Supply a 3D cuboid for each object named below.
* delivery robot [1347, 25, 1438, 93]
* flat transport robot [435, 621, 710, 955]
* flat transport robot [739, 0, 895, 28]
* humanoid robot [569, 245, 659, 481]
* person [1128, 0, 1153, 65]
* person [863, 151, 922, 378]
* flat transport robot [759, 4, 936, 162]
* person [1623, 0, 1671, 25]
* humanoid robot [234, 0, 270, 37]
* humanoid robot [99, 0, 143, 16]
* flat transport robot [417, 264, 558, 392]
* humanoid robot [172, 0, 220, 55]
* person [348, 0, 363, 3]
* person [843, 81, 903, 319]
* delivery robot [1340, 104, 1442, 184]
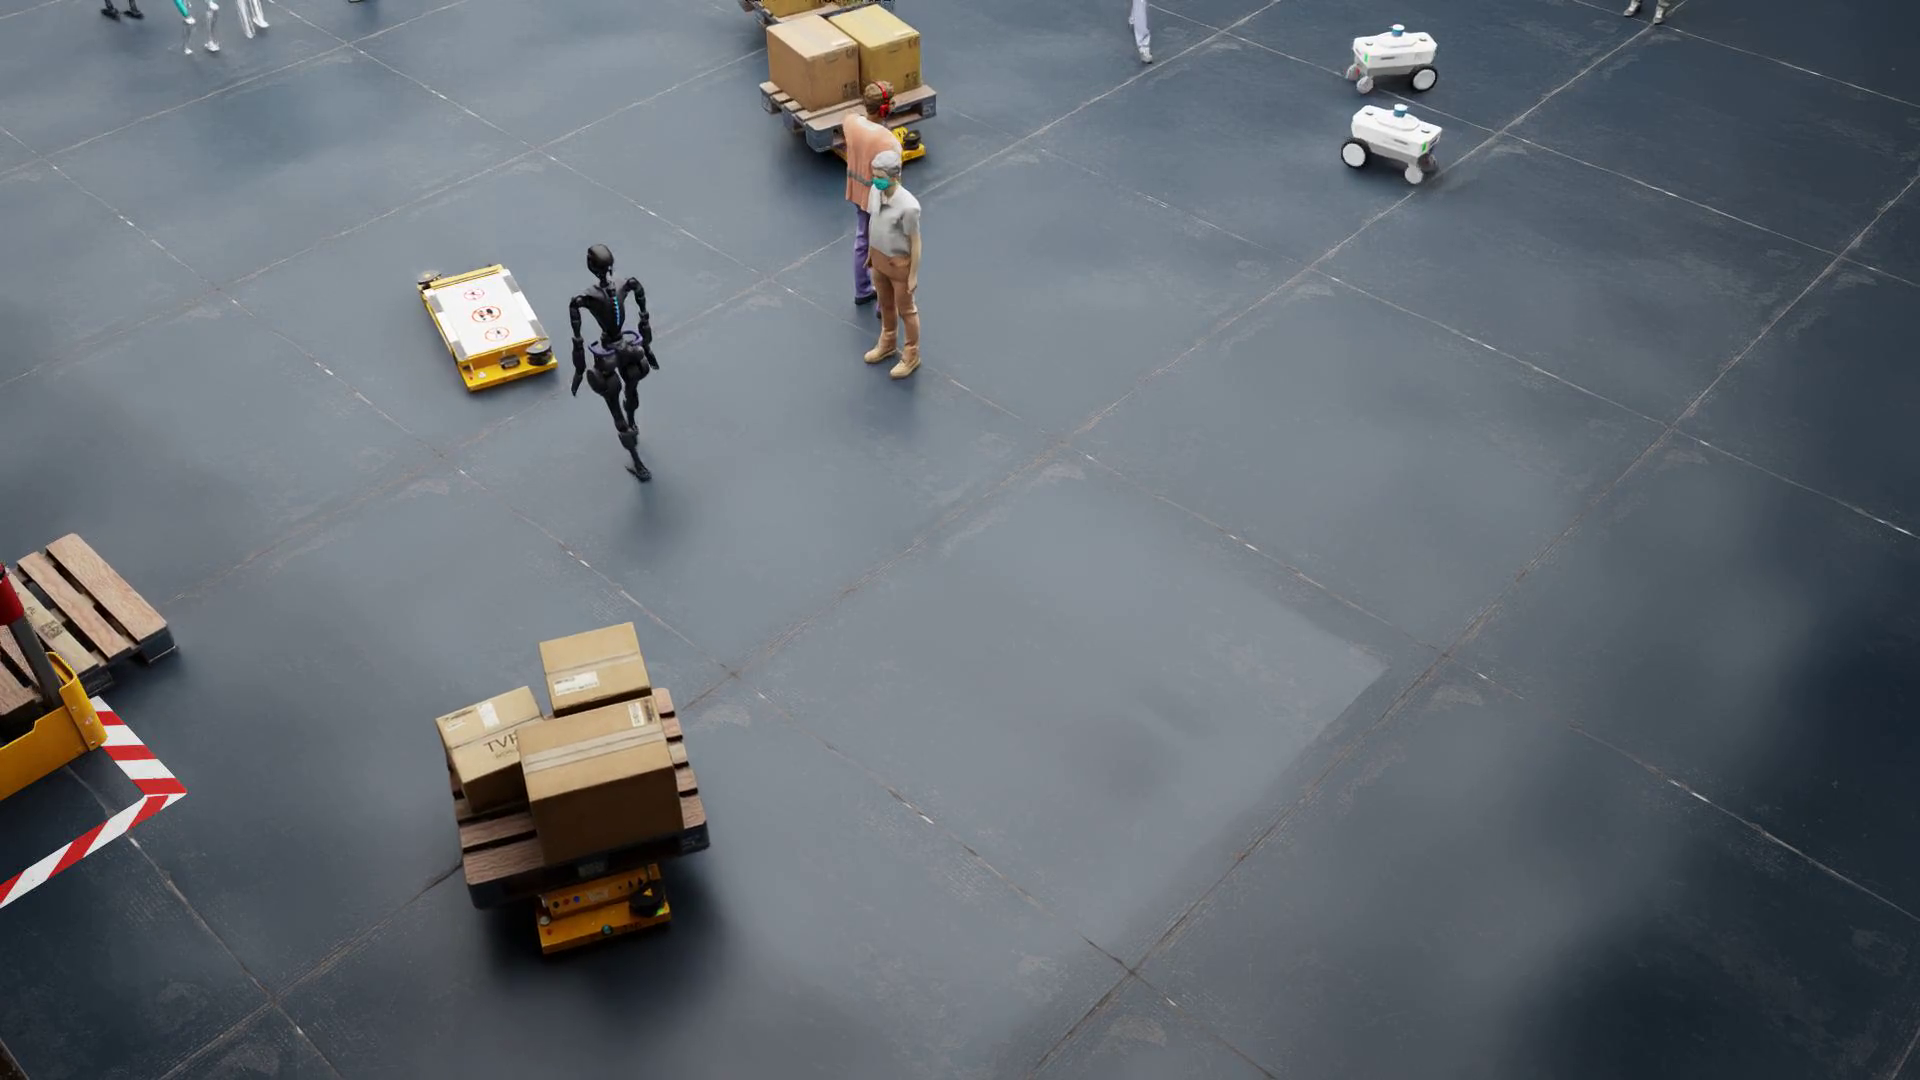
[{"bbox_3d":[3.965,-4.421,15.211,0.759,0.575,0.499,-7,42,-7],"label":"delivery robot"},{"bbox_3d":[-2.010,1.504,8.854,0.659,0.231,1.431,-13,44,-14],"label":"flat transport robot"},{"bbox_3d":[-1.389,-5.024,16.111,0.659,0.231,1.431,-21,46,-22],"label":"flat transport robot"},{"bbox_3d":[-2.283,-1.197,10.819,0.612,1.637,0.688,-29,49,-28],"label":"humanoid robot"},{"bbox_3d":[1.742,-5.389,15.374,0.589,1.793,0.960,-10,43,-11],"label":"person"},{"bbox_3d":[-0.469,-1.928,11.565,0.303,1.742,0.492,-33,51,-31],"label":"person"},{"bbox_3d":[-0.965,-3.655,14.588,0.659,0.231,1.431,-24,47,-24],"label":"flat transport robot"},{"bbox_3d":[6.789,-5.888,15.903,0.567,1.834,0.401,21,46,22],"label":"person"},{"bbox_3d":[-6.906,-5.603,15.695,0.558,1.841,0.722,-15,44,-16],"label":"humanoid robot"},{"bbox_3d":[-8.311,-5.848,15.980,0.522,1.634,0.601,28,49,28],"label":"humanoid robot"},{"bbox_3d":[-3.523,-1.621,12.328,0.659,0.231,1.431,-19,45,-20],"label":"flat transport robot"},{"bbox_3d":[-7.170,-5.228,15.253,0.766,1.791,0.556,30,50,29],"label":"humanoid robot"},{"bbox_3d":[-6.092,-6.244,16.273,0.416,1.870,0.535,-23,47,-24],"label":"person"},{"bbox_3d":[-0.613,-2.449,12.078,0.376,1.836,0.558,-32,51,-31],"label":"person"},{"bbox_3d":[3.650,-3.402,14.108,0.790,0.614,0.499,27,48,26],"label":"delivery robot"}]
